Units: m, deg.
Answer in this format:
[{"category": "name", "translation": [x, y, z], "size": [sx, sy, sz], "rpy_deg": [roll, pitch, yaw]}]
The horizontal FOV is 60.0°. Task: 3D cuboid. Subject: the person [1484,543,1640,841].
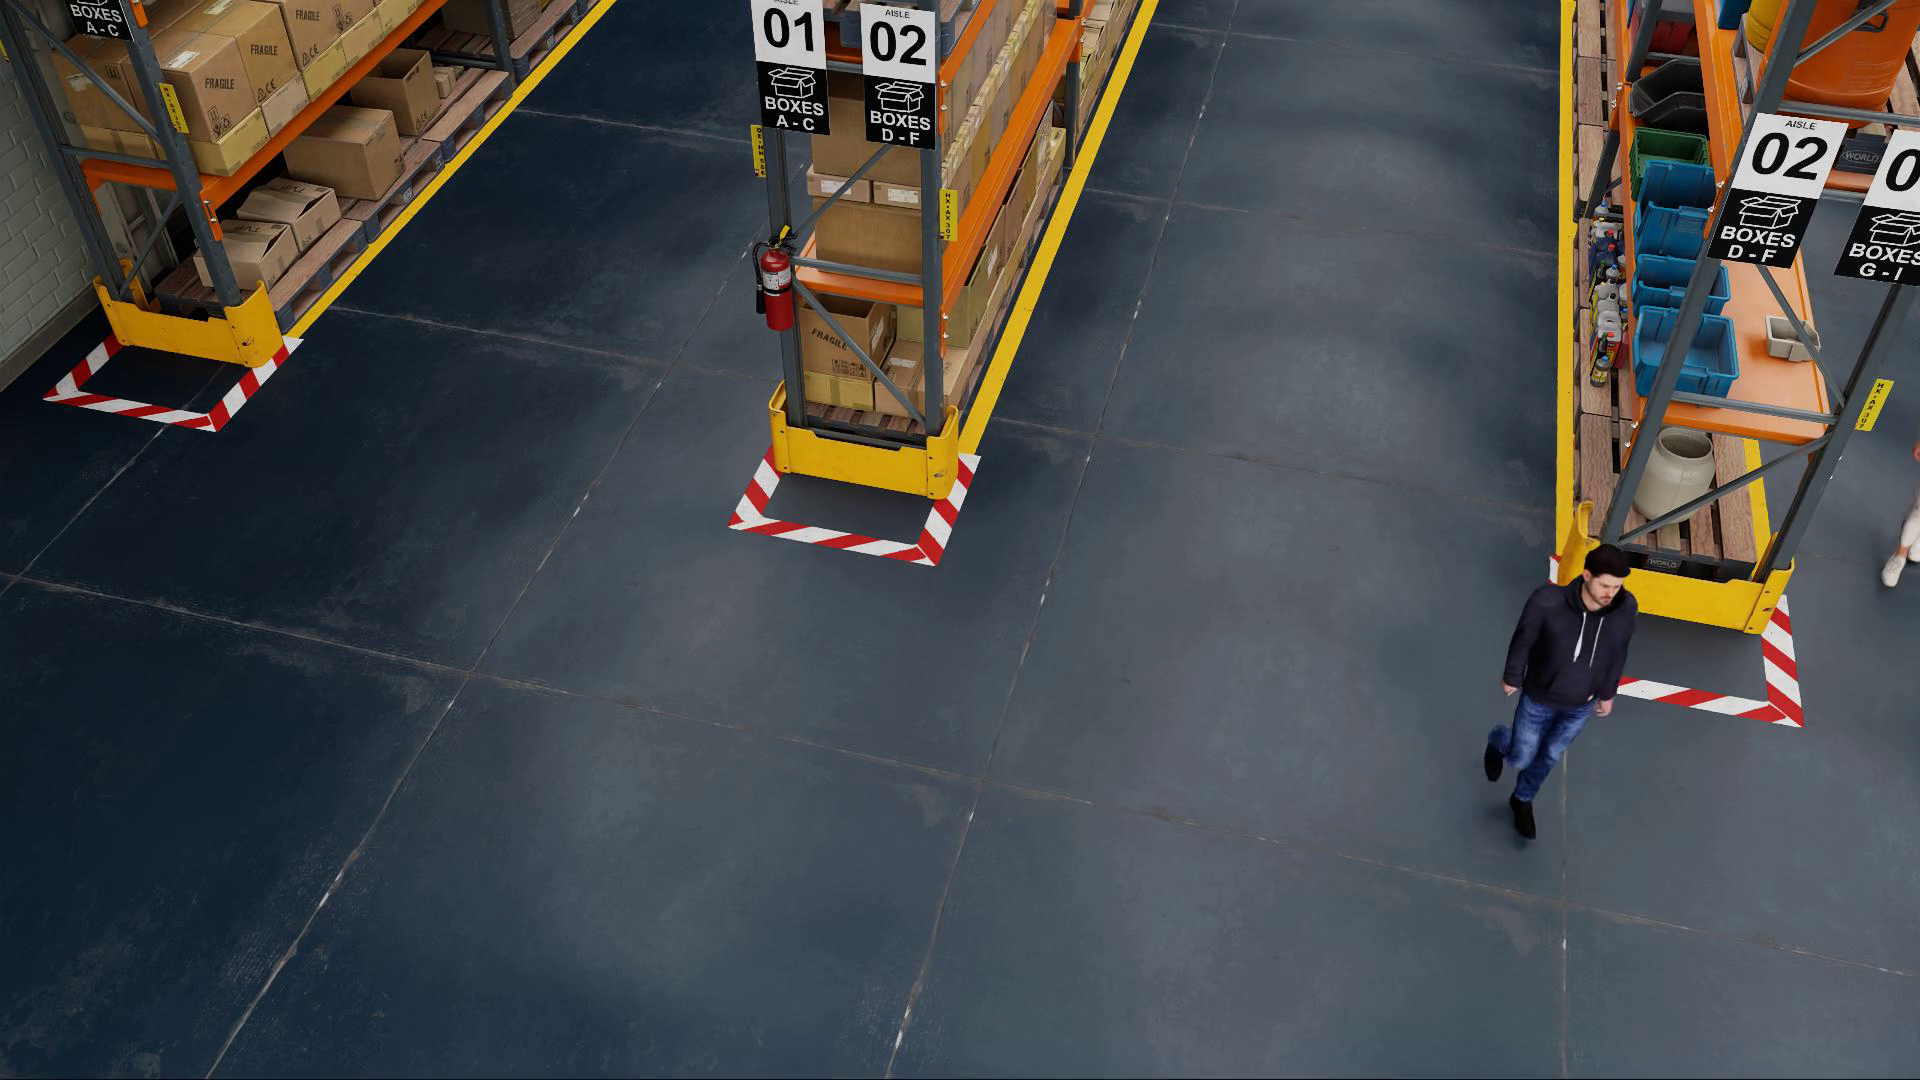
[{"category": "person", "translation": [2.917, 0.668, 8.150], "size": [0.794, 1.879, 0.899], "rpy_deg": [0, 43, 0]}]
